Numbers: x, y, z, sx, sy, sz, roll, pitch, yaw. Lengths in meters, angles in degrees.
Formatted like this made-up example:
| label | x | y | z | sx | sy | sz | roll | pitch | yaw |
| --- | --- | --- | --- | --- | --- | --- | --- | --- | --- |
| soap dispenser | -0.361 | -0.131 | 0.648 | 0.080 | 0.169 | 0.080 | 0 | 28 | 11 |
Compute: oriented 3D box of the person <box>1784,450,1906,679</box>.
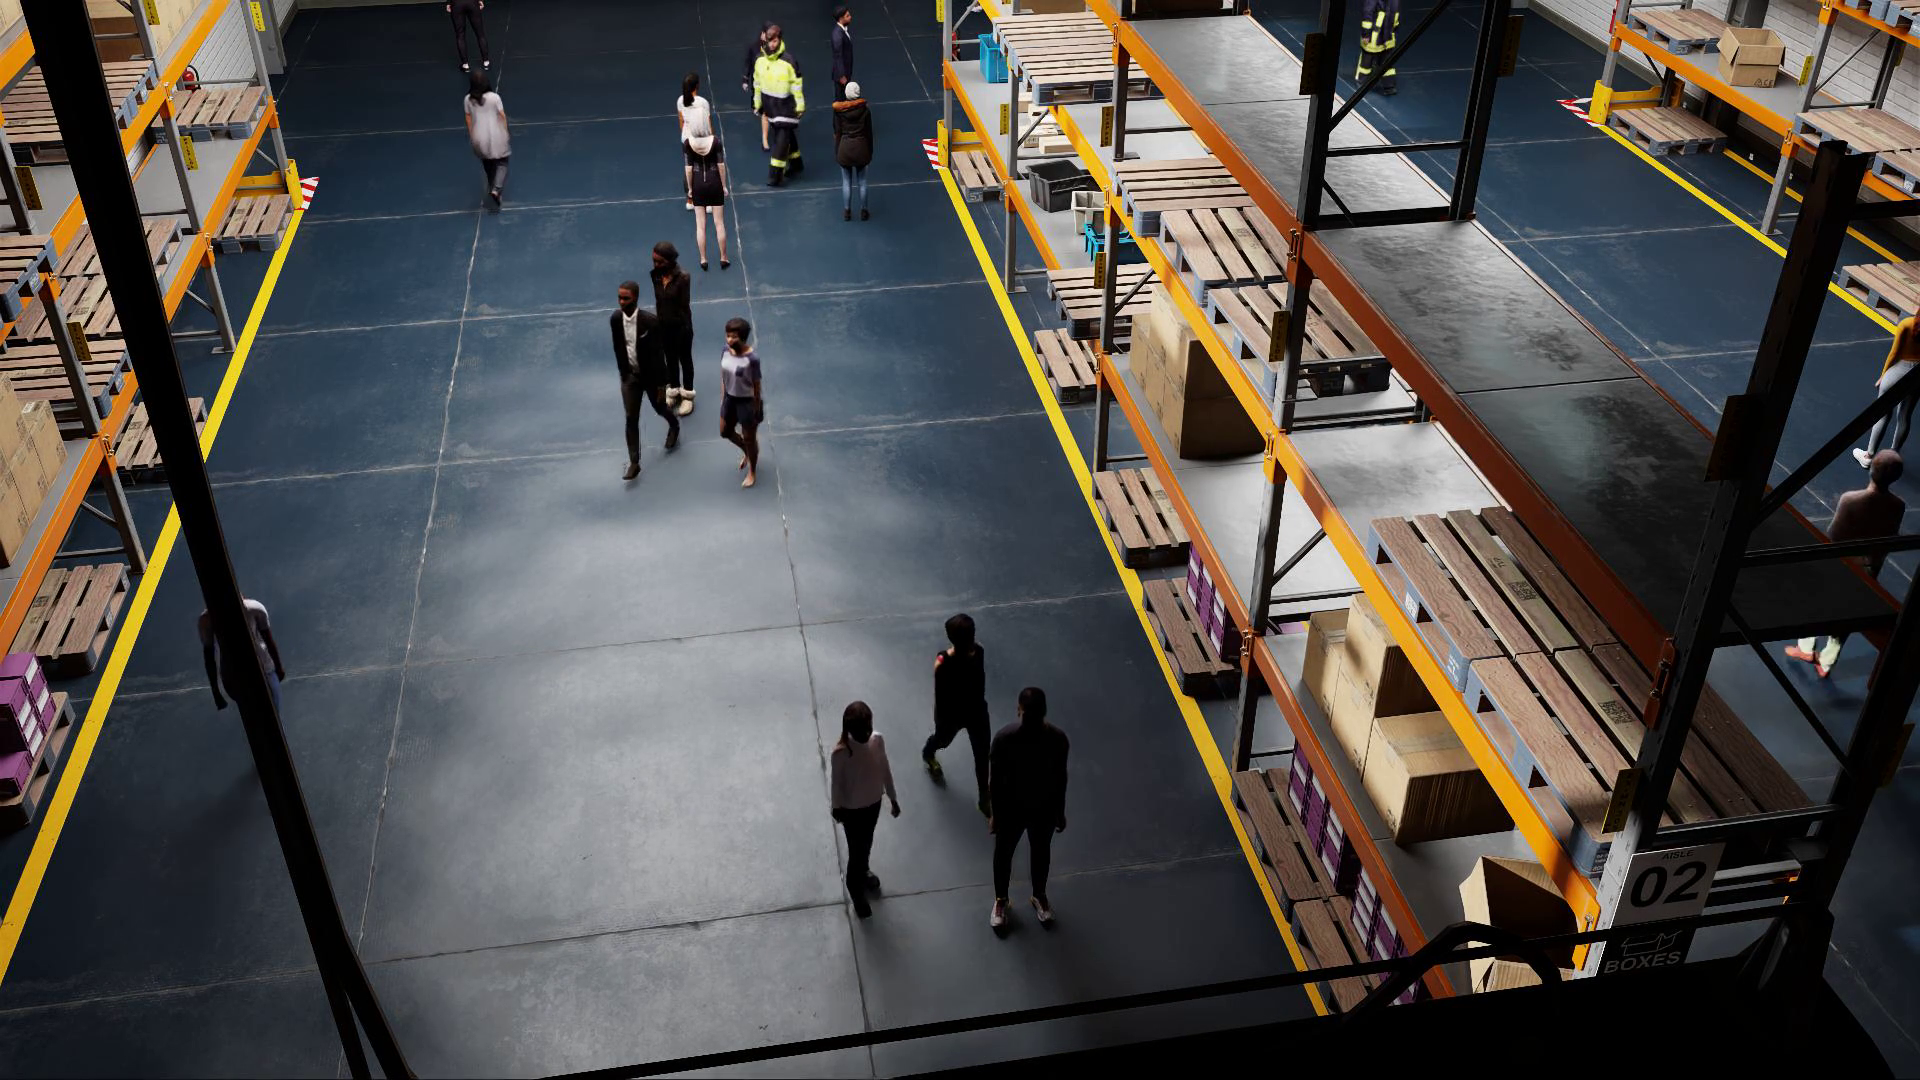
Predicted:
| label | x | y | z | sx | sy | sz | roll | pitch | yaw |
| --- | --- | --- | --- | --- | --- | --- | --- | --- | --- |
| person | 6.424 | 0.250 | 11.966 | 0.769 | 1.853 | 0.758 | 1 | 34 | 2 |

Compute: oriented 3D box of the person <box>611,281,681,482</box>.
| label | x | y | z | sx | sy | sz | roll | pitch | yaw |
| --- | --- | --- | --- | --- | --- | --- | --- | --- | --- |
| person | -2.733 | -1.454 | 14.614 | 1.007 | 1.759 | 1.270 | 9 | 35 | 13 |

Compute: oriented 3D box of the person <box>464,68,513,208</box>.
| label | x | y | z | sx | sy | sz | roll | pitch | yaw |
| --- | --- | --- | --- | --- | --- | --- | --- | --- | --- |
| person | -5.595 | -4.764 | 19.744 | 0.788 | 1.592 | 1.001 | 2 | 34 | 4 |

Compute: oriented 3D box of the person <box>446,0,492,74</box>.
| label | x | y | z | sx | sy | sz | roll | pitch | yaw |
| --- | --- | --- | --- | --- | --- | --- | --- | --- | --- |
| person | -7.119 | -7.678 | 23.908 | 0.734 | 1.836 | 0.655 | -13 | 36 | -19 |

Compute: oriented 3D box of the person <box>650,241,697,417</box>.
| label | x | y | z | sx | sy | sz | roll | pitch | yaw |
| --- | --- | --- | --- | --- | --- | --- | --- | --- | --- |
| person | -2.662 | -2.019 | 15.550 | 0.694 | 1.664 | 0.758 | 6 | 34 | 8 |

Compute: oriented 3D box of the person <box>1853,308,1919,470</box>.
| label | x | y | z | sx | sy | sz | roll | pitch | yaw |
| --- | --- | --- | --- | --- | --- | --- | --- | --- | --- |
| person | 8.284 | -1.415 | 14.562 | 0.647 | 1.751 | 0.655 | 4 | 34 | 7 |

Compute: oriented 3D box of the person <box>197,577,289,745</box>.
| label | x | y | z | sx | sy | sz | roll | pitch | yaw |
| --- | --- | --- | --- | --- | --- | --- | --- | --- | --- |
| person | -4.774 | 0.879 | 11.165 | 0.693 | 1.691 | 1.031 | -11 | 35 | -16 |

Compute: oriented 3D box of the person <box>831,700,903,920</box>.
| label | x | y | z | sx | sy | sz | roll | pitch | yaw |
| --- | --- | --- | --- | --- | --- | --- | --- | --- | --- |
| person | -0.650 | 1.556 | 10.282 | 0.687 | 1.541 | 0.787 | -23 | 40 | -30 |

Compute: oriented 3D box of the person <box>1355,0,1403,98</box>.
| label | x | y | z | sx | sy | sz | roll | pitch | yaw |
| --- | --- | --- | --- | --- | --- | --- | --- | --- | --- |
| person | 5.784 | -7.104 | 23.045 | 0.788 | 1.835 | 1.091 | -8 | 34 | -11 |

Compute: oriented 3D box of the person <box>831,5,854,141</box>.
| label | x | y | z | sx | sy | sz | roll | pitch | yaw |
| --- | --- | --- | --- | --- | --- | --- | --- | --- | --- |
| person | -1.542 | -6.071 | 21.594 | 0.759 | 1.721 | 0.586 | 5 | 34 | 8 |

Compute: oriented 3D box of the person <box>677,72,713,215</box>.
| label | x | y | z | sx | sy | sz | roll | pitch | yaw |
| --- | --- | --- | --- | --- | --- | --- | --- | --- | --- |
| person | -3.108 | -4.679 | 19.575 | 0.641 | 1.638 | 0.668 | 13 | 36 | 18 |

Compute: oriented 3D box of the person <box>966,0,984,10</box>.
| label | x | y | z | sx | sy | sz | roll | pitch | yaw |
| --- | --- | --- | --- | --- | --- | --- | --- | --- | --- |
| person | 0.266 | -9.281 | 26.437 | 0.903 | 1.706 | 0.765 | 21 | 39 | 29 |

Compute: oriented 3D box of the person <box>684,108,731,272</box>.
| label | x | y | z | sx | sy | sz | roll | pitch | yaw |
| --- | --- | --- | --- | --- | --- | --- | --- | --- | --- |
| person | -2.753 | -3.819 | 18.108 | 0.605 | 1.830 | 0.519 | -2 | 34 | -3 |

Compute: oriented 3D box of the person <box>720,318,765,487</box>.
| label | x | y | z | sx | sy | sz | roll | pitch | yaw |
| --- | --- | --- | --- | --- | --- | --- | --- | --- | --- |
| person | -1.868 | -1.251 | 14.491 | 0.705 | 1.556 | 0.761 | 16 | 37 | 23 |

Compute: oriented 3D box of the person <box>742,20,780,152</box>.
| label | x | y | z | sx | sy | sz | roll | pitch | yaw |
| --- | --- | --- | --- | --- | --- | --- | --- | --- | --- |
| person | -2.506 | -5.864 | 21.362 | 0.807 | 1.633 | 1.013 | 1 | 34 | 2 |

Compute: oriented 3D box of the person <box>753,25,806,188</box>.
| label | x | y | z | sx | sy | sz | roll | pitch | yaw |
| --- | --- | --- | --- | --- | --- | --- | --- | --- | --- |
| person | -2.130 | -5.330 | 20.291 | 1.176 | 1.930 | 1.276 | 17 | 37 | 23 |

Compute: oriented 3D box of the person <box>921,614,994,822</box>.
| label | x | y | z | sx | sy | sz | roll | pitch | yaw |
| --- | --- | --- | --- | --- | --- | --- | --- | --- | --- |
| person | -0.044 | 1.095 | 10.997 | 0.786 | 1.516 | 1.107 | -18 | 37 | -25 |

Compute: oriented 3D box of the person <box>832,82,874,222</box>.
| label | x | y | z | sx | sy | sz | roll | pitch | yaw |
| --- | --- | --- | --- | --- | --- | --- | --- | --- | --- |
| person | -1.237 | -4.518 | 19.336 | 0.631 | 1.634 | 0.617 | -2 | 34 | -3 |

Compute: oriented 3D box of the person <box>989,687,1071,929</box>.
| label | x | y | z | sx | sy | sz | roll | pitch | yaw |
| --- | --- | --- | --- | --- | --- | --- | --- | --- | --- |
| person | 0.408 | 1.596 | 10.020 | 0.641 | 1.764 | 0.565 | -3 | 34 | -5 |
